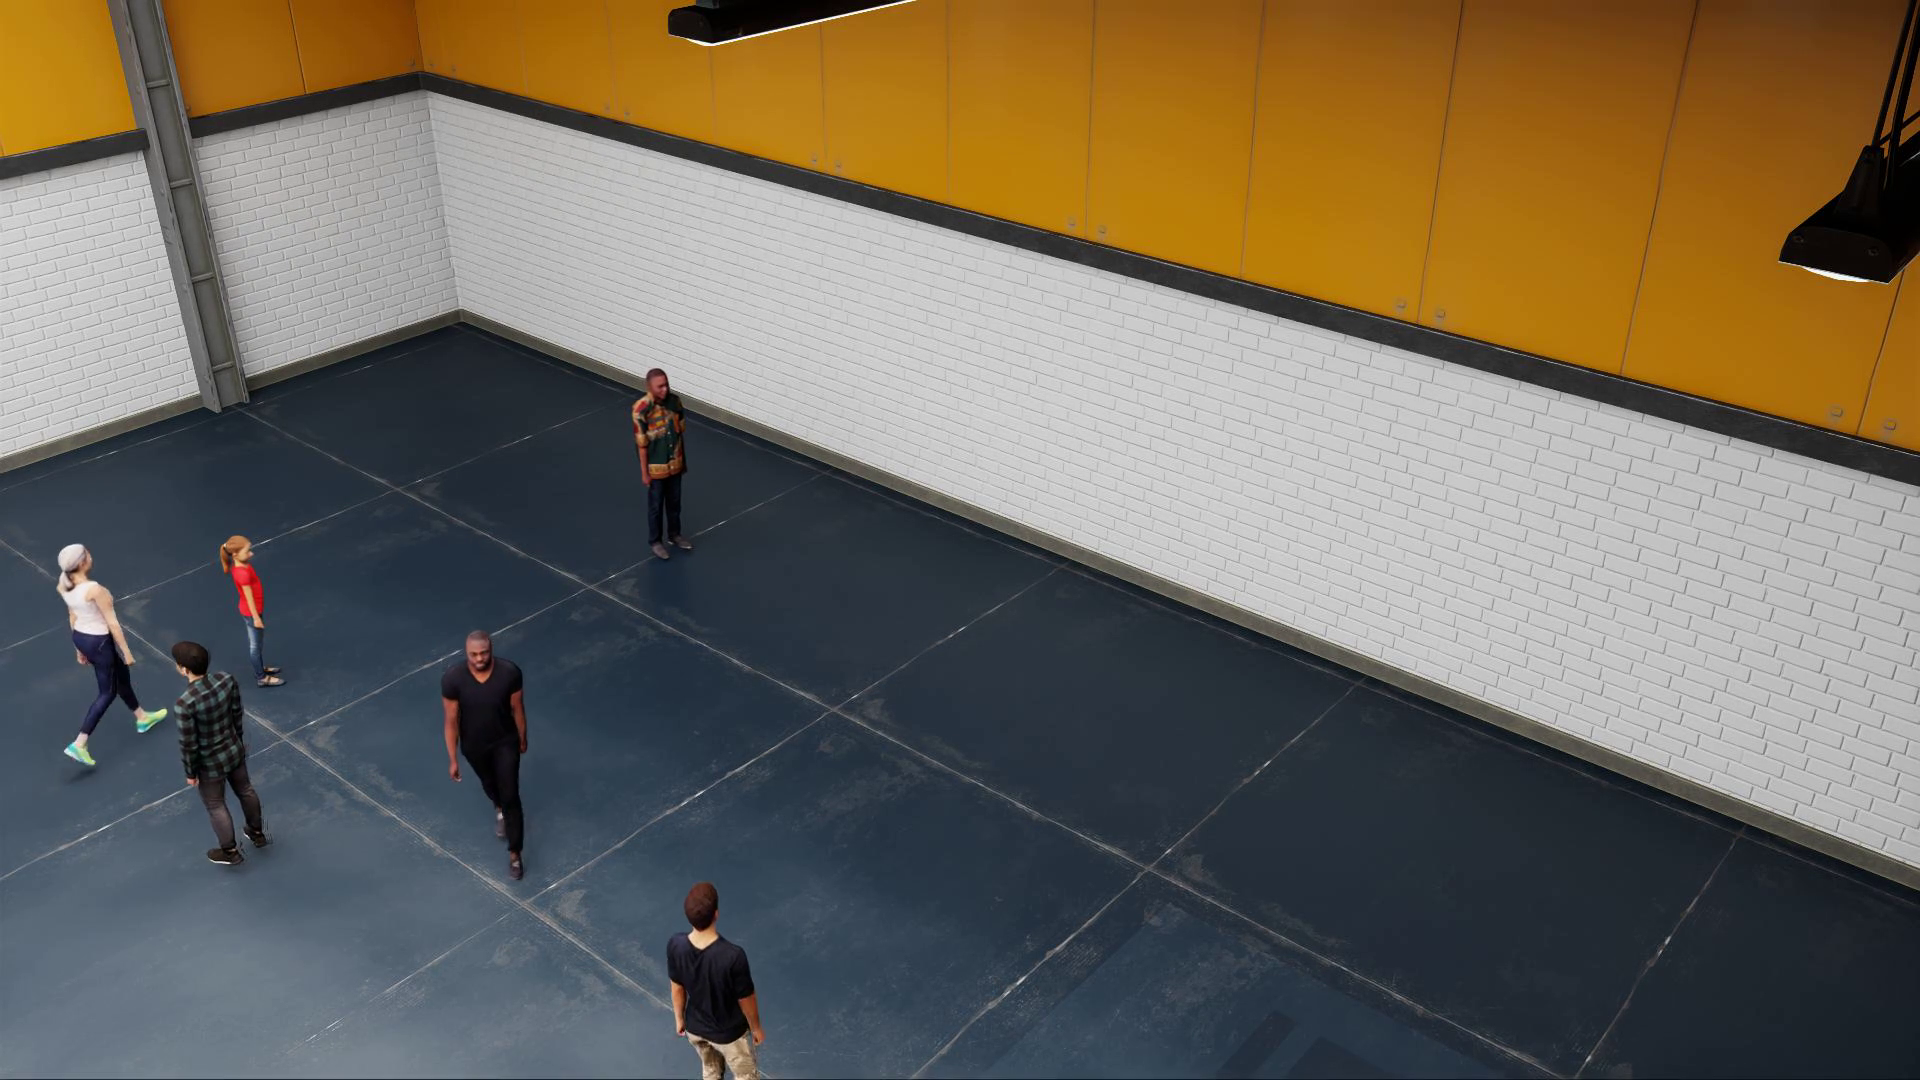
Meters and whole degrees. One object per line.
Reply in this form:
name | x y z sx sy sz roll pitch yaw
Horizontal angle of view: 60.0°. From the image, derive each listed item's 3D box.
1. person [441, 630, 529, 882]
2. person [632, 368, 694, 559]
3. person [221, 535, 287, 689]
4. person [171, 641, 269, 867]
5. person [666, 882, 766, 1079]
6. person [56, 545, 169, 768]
person | -3.191 1.348 11.285 1.219 1.769 1.221 -5 29 -9
person | -2.701 -0.715 15.029 0.611 1.805 0.757 -25 37 -38
person | -5.637 0.555 13.218 0.577 1.310 0.548 -12 31 -21
person | -4.934 1.390 11.071 0.779 1.713 0.591 16 32 27
person | -1.316 2.638 8.844 0.853 1.842 1.049 9 30 17
person | -6.428 0.866 12.269 0.834 1.673 1.205 14 32 25
